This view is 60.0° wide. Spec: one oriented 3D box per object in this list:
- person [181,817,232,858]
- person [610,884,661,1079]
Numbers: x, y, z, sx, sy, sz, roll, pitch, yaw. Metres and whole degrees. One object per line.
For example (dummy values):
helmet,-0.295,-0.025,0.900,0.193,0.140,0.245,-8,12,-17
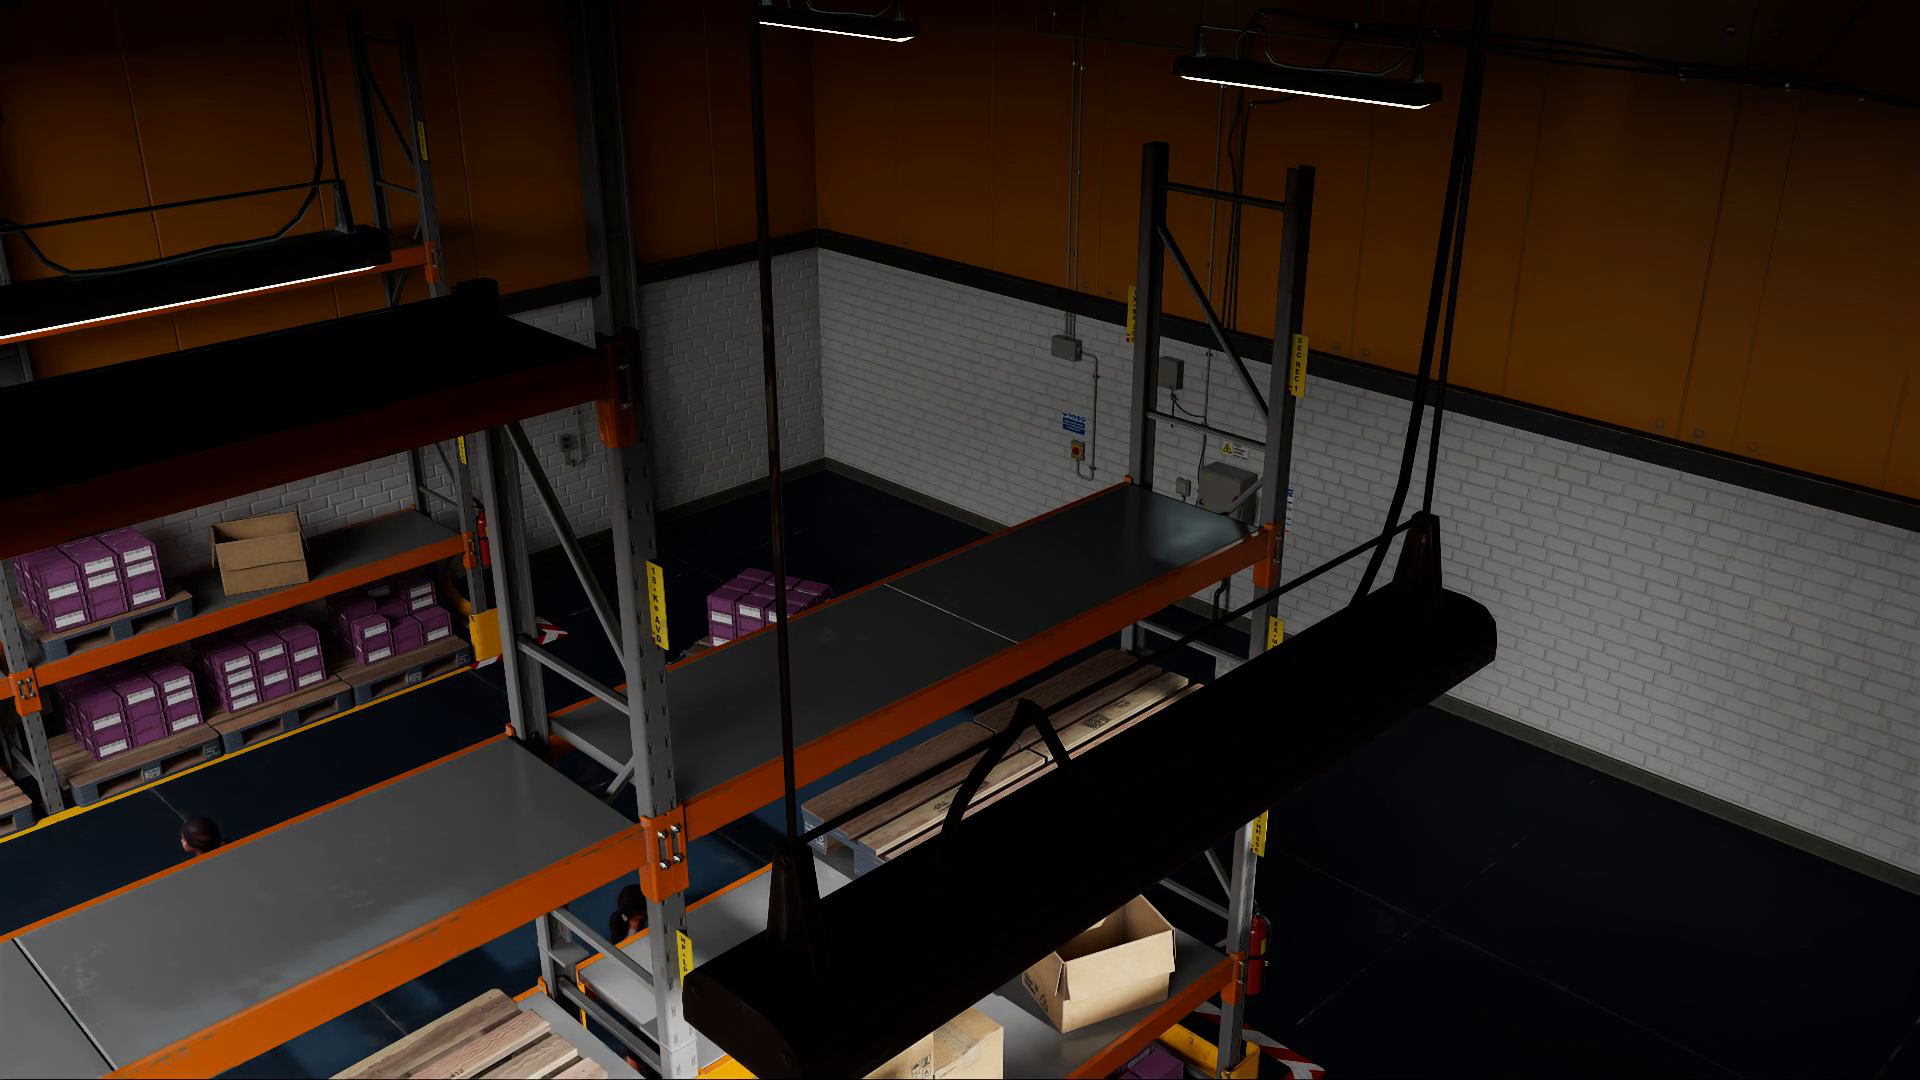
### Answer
person,-4.852,2.563,10.930,0.697,1.723,0.665,-5,24,-12
person,-1.952,2.870,10.203,0.617,1.745,0.661,-13,27,-27
